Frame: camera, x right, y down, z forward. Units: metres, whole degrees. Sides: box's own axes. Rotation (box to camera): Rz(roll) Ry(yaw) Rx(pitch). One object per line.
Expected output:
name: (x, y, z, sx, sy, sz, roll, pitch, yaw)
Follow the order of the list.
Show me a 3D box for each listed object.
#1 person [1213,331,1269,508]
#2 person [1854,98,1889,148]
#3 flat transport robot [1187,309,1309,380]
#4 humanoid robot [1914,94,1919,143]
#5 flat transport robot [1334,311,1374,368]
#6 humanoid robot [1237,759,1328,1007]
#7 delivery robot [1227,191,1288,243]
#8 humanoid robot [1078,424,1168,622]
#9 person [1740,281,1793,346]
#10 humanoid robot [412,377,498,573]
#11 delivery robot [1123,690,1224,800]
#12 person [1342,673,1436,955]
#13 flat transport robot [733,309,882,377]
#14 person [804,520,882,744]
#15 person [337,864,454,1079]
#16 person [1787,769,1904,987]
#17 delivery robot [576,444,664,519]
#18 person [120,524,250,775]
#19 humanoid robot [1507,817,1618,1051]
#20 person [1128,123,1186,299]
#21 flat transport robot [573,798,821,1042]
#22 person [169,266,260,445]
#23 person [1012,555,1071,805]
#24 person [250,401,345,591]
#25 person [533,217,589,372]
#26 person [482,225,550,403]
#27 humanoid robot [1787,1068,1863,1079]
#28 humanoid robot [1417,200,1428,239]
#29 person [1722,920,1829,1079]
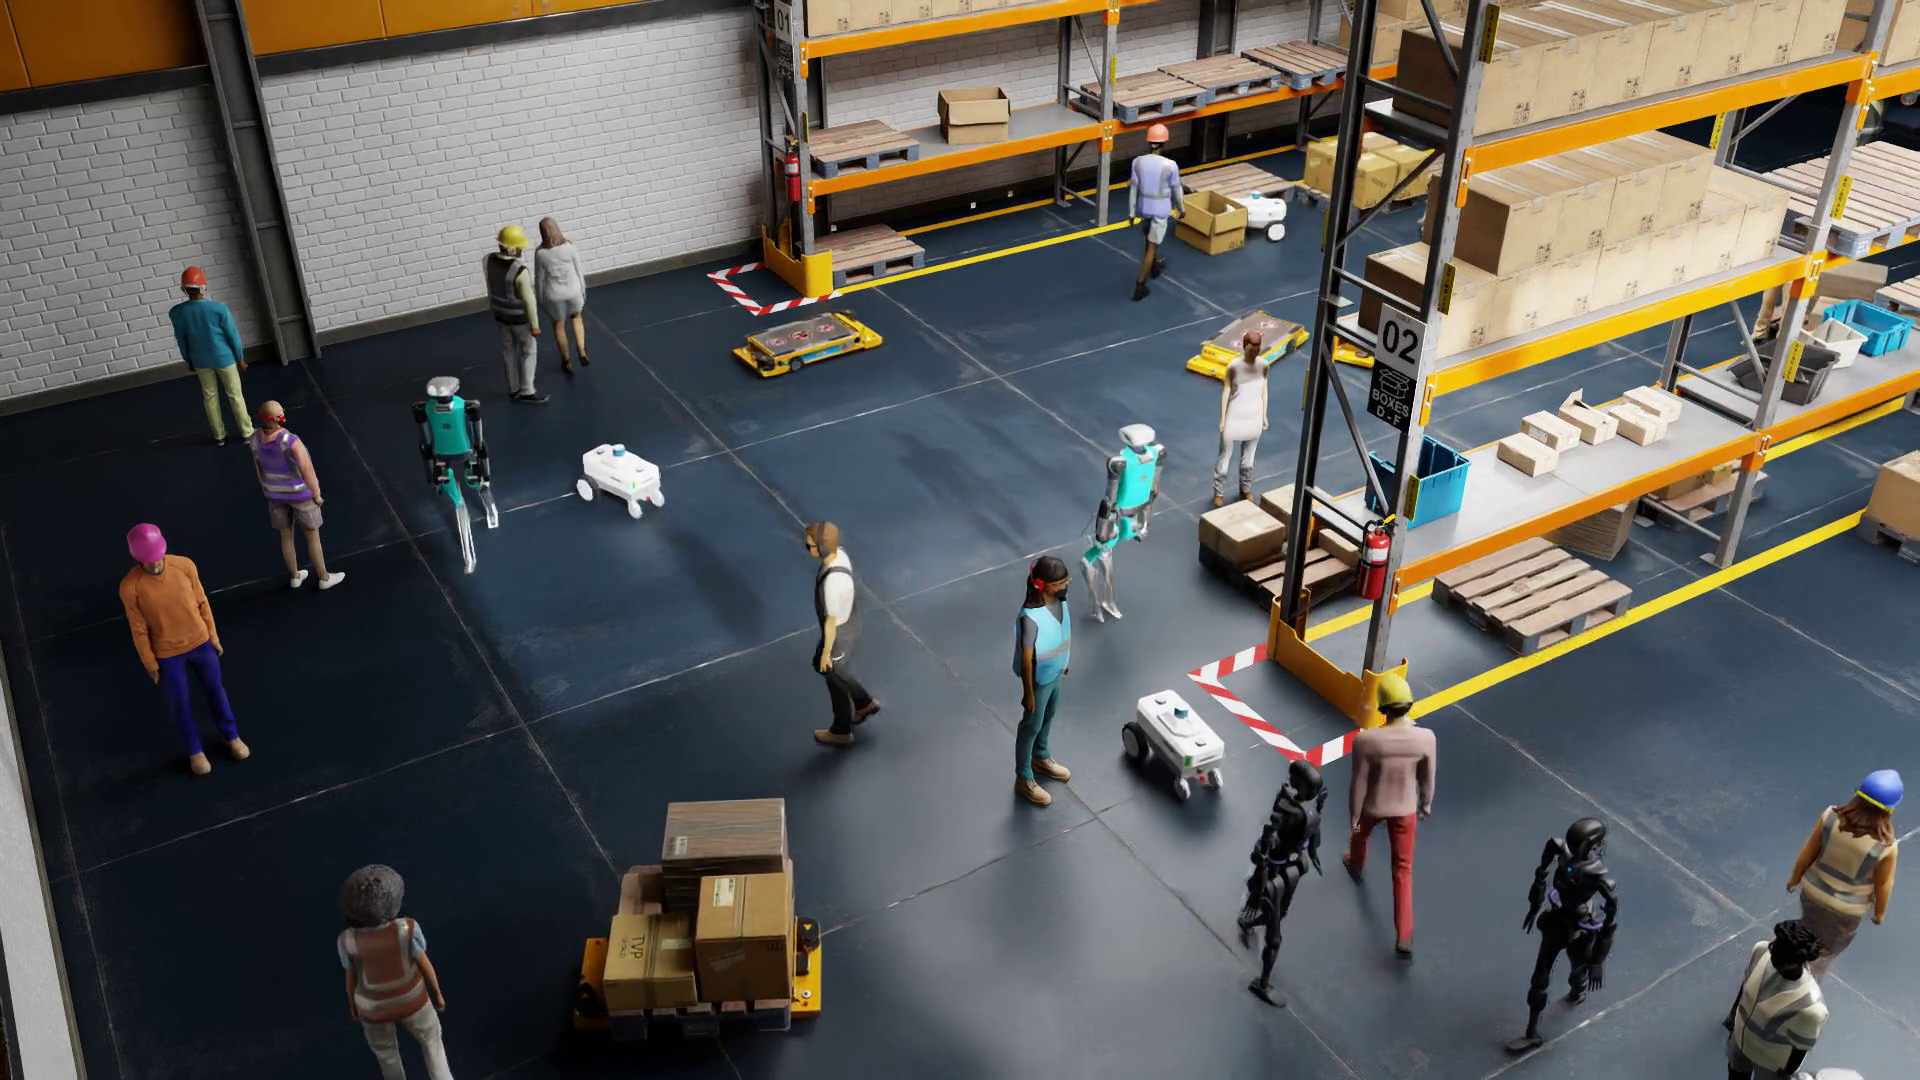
person: (2.455, -1.049, 14.447, 0.438, 1.658, 0.286, -6, 33, -9)
person: (10.892, -4.733, 20.144, 0.564, 1.849, 0.391, -20, 37, -28)
flat transport robot: (3.011, -2.016, 17.299, 0.659, 0.231, 1.431, 22, 38, 31)
humanoid robot: (13.453, -6.266, 22.772, 0.596, 1.647, 0.482, -16, 36, -24)
flat transport robot: (4.443, -2.184, 17.566, 0.659, 0.231, 1.431, 17, 36, 25)
humanoid robot: (1.863, 1.903, 9.770, 0.616, 1.650, 0.608, -26, 40, -34)
delivery robot: (3.574, -3.901, 20.054, 0.812, 0.614, 0.499, -1, 32, -2)
humanoid robot: (1.190, -0.155, 12.942, 0.557, 1.784, 0.664, -20, 37, -29)
person: (8.481, -2.752, 17.074, 0.329, 1.750, 0.571, -20, 37, -28)
humanoid robot: (-4.115, -0.682, 13.813, 0.541, 1.769, 0.944, -3, 32, -5)
delivery robot: (1.513, 1.382, 11.623, 0.499, 0.608, 0.786, -14, 35, -21)
person: (2.626, 1.650, 10.114, 0.542, 1.691, 0.996, 0, 32, 0)
flat transport robot: (-1.590, -2.061, 17.371, 1.431, 0.231, 0.659, -20, 37, -29)
person: (-0.858, 0.658, 11.567, 0.429, 1.825, 0.522, 0, 32, 1)
person: (-2.982, 2.479, 8.809, 0.454, 1.669, 0.547, -14, 35, -21)
person: (5.052, 1.990, 9.503, 0.626, 1.755, 0.494, -22, 38, -31)
delivery robot: (-3.018, -0.566, 14.735, 0.790, 0.614, 0.499, 23, 39, 32)
person: (-5.316, 0.725, 11.331, 0.516, 1.973, 0.402, -26, 40, -35)
humanoid robot: (3.458, 2.179, 9.348, 0.724, 1.642, 0.588, -17, 36, -25)
person: (2.175, -3.675, 18.429, 0.556, 1.886, 0.964, 20, 37, 29)
flat transport robot: (-1.553, 2.586, 9.960, 1.431, 0.231, 0.659, -2, 32, -3)
person: (-6.902, -1.697, 15.393, 0.560, 1.750, 0.326, -3, 32, -5)
person: (0.548, 0.905, 11.137, 0.372, 1.865, 0.540, 18, 36, 26)
person: (-5.340, -0.343, 13.289, 0.481, 1.694, 0.350, 5, 32, 8)
person: (-3.999, -2.448, 16.676, 0.510, 1.644, 0.441, -13, 34, -20)
person: (-4.305, -2.194, 16.136, 0.605, 1.814, 0.405, 21, 38, 30)
humanoid robot: (4.247, 3.112, 7.757, 1.009, 1.754, 0.556, -3, 32, -5)
humanoid robot: (5.587, -3.856, 18.900, 1.091, 1.734, 0.547, -20, 37, -29)
person: (4.152, 2.606, 8.592, 0.320, 1.693, 0.534, -7, 33, -10)
